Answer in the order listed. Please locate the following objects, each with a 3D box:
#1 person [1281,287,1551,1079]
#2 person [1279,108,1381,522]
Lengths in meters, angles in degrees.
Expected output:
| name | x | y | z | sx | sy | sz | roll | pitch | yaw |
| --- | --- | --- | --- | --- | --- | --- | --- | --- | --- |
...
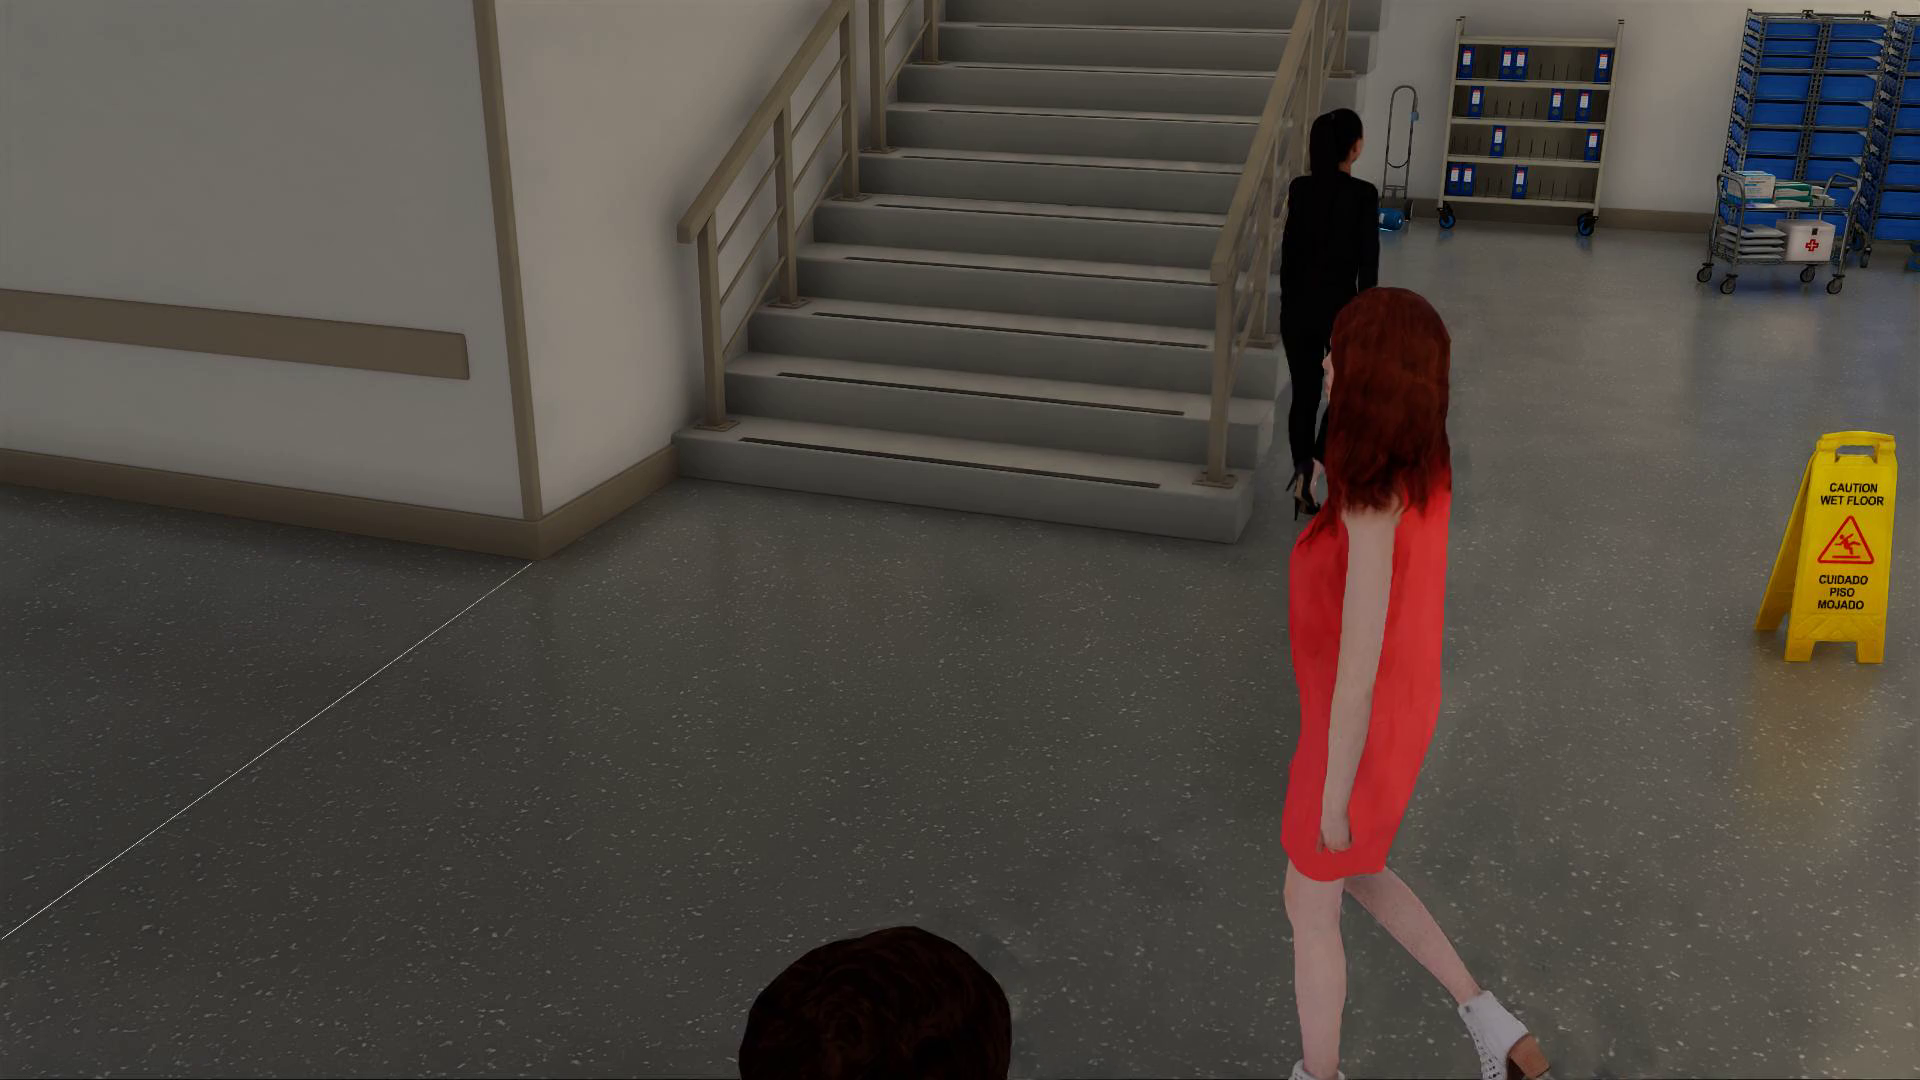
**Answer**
| name | x | y | z | sx | sy | sz | roll | pitch | yaw |
| --- | --- | --- | --- | --- | --- | --- | --- | --- | --- |
| person | 0.857 | 0.428 | 3.183 | 0.724 | 1.811 | 0.804 | 11 | 23 | 26 |
| person | 1.441 | -0.874 | 6.777 | 0.673 | 1.702 | 0.753 | 14 | 25 | 32 |
